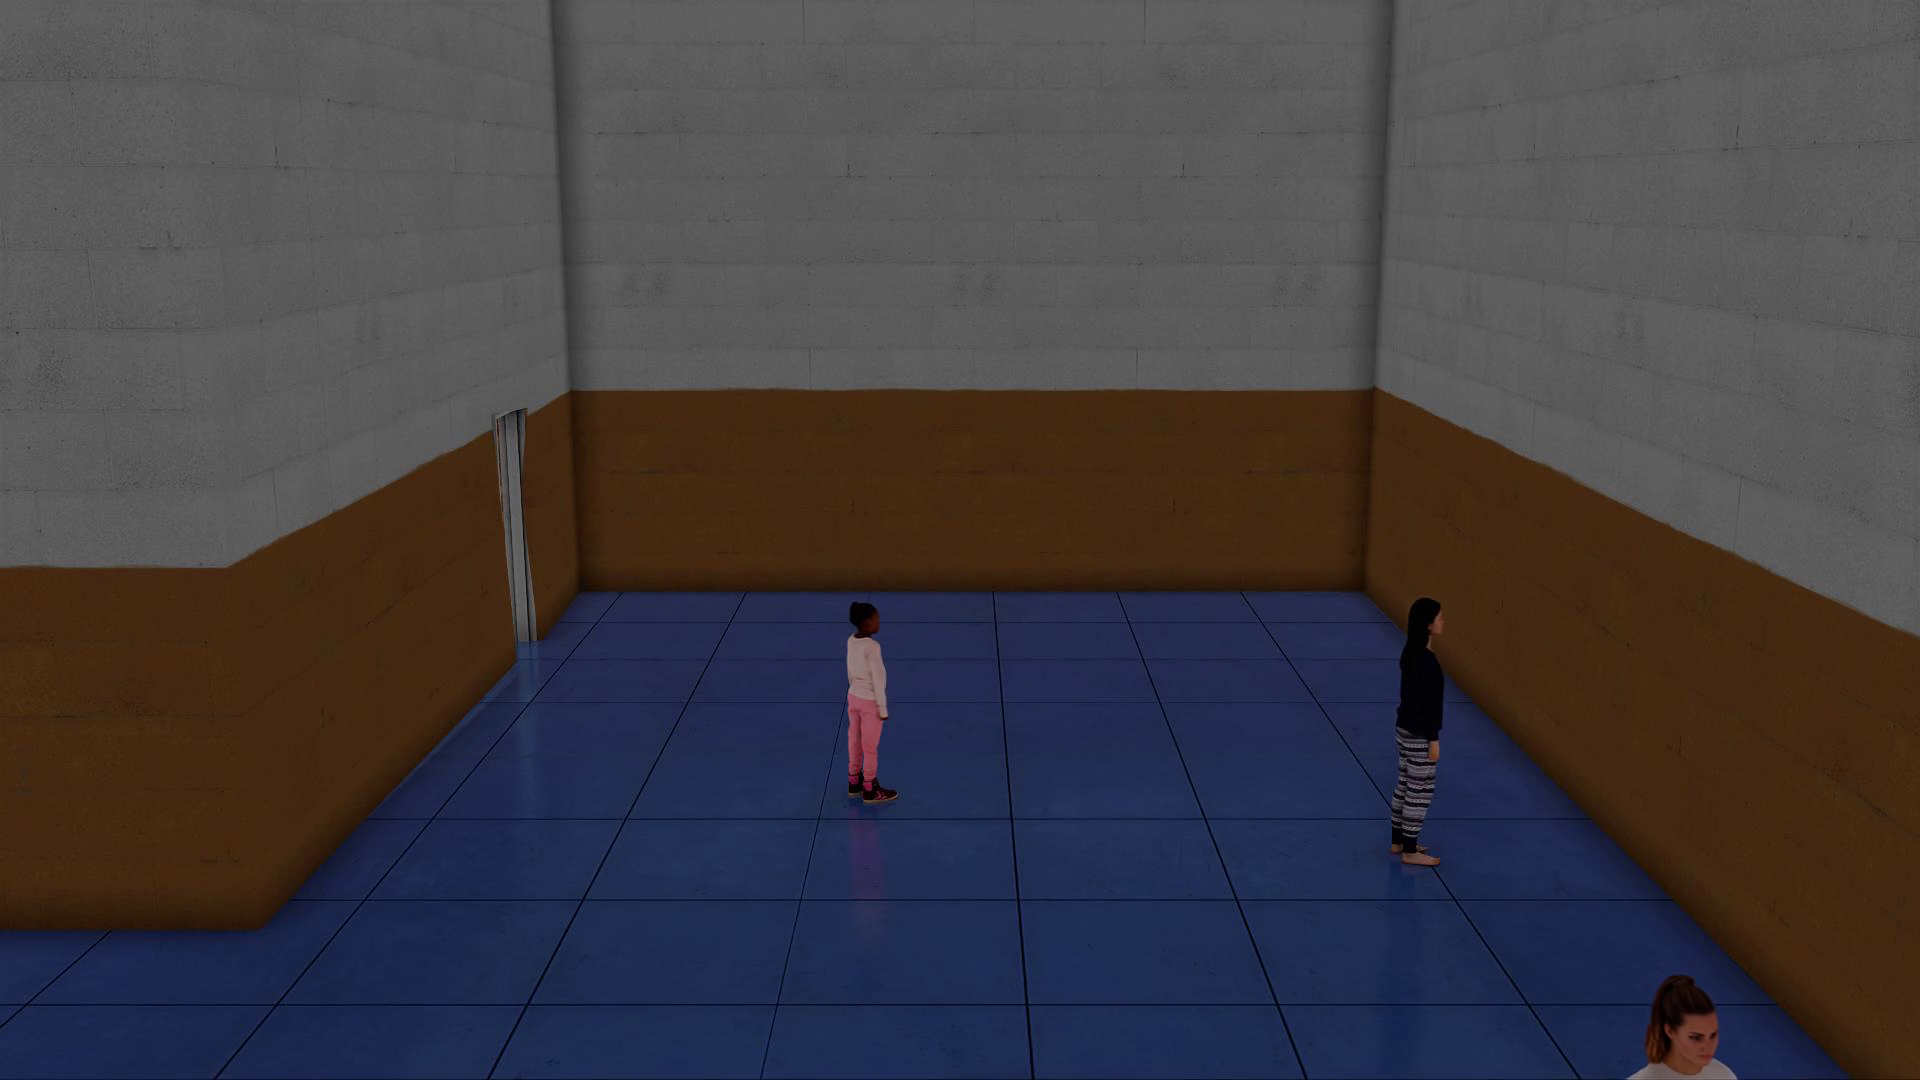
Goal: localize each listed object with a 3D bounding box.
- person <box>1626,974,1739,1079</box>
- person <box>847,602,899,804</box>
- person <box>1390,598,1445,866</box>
[{"bbox_3d":[2.374,2.285,5.568,0.562,1.719,0.733,-4,12,-17],"label":"person"},{"bbox_3d":[-0.668,1.125,11.753,0.659,1.441,0.627,-8,14,-34],"label":"person"},{"bbox_3d":[2.929,1.210,10.639,0.539,1.734,0.623,-1,12,-5],"label":"person"}]
